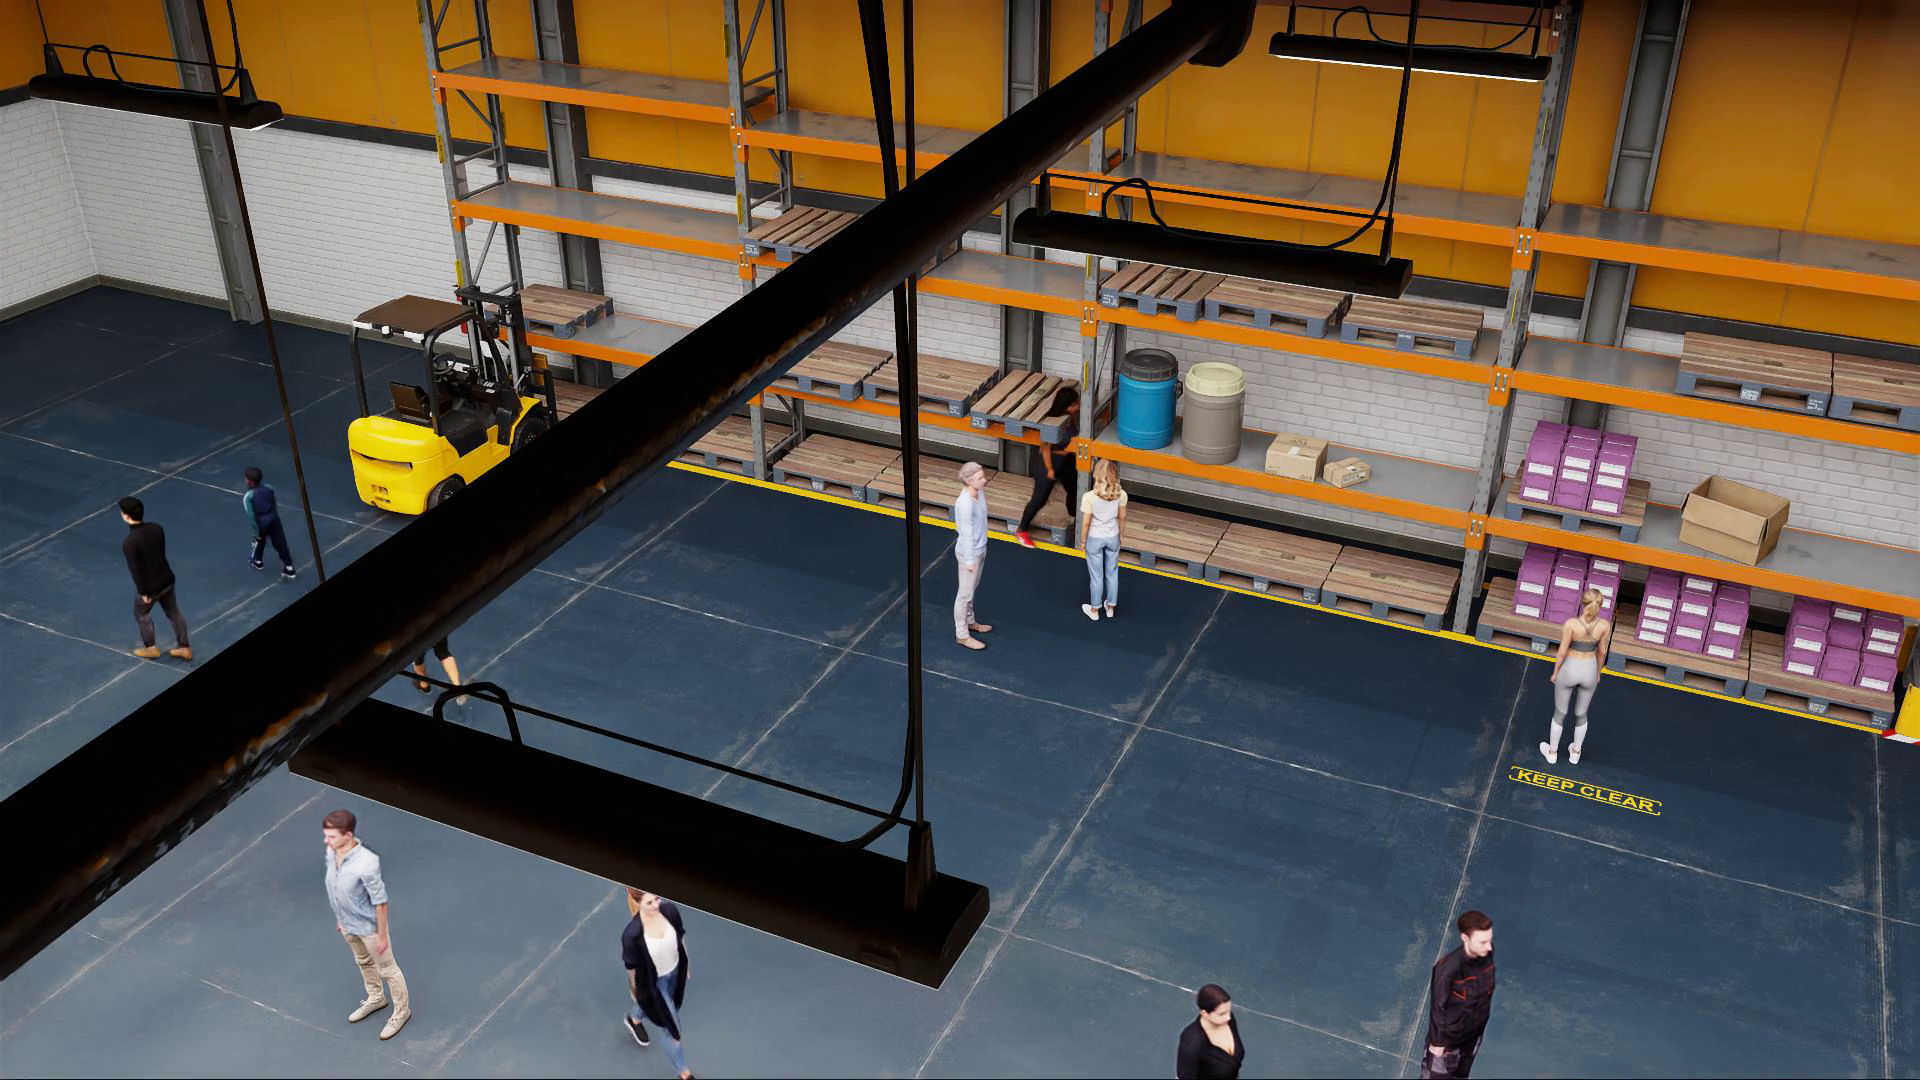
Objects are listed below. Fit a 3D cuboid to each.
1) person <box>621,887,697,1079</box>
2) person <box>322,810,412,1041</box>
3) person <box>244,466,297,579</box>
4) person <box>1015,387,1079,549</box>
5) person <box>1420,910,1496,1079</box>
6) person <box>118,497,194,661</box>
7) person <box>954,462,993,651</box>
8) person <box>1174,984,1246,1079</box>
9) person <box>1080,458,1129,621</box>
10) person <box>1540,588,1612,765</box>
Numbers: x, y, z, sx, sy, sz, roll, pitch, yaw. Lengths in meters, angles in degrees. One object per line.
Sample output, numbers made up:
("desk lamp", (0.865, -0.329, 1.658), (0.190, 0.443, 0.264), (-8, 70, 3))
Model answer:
("person", (-2.056, 2.878, 11.058), (1.173, 1.649, 0.839), (23, 36, 36))
("person", (-4.075, 2.597, 11.366), (0.511, 1.846, 0.737), (17, 33, 28))
("person", (-7.087, -0.156, 17.065), (0.933, 1.224, 0.631), (20, 34, 31))
("person", (1.058, -0.805, 17.674), (0.948, 1.779, 1.049), (24, 37, 36))
("person", (3.104, 3.081, 10.408), (0.775, 1.915, 0.757), (-21, 35, -34))
("person", (-7.487, 0.391, 15.557), (0.795, 1.706, 0.651), (12, 31, 21))
("person", (0.103, 0.162, 15.894), (0.575, 1.786, 0.688), (7, 29, 13))
("person", (1.460, 3.357, 10.065), (0.696, 1.758, 0.729), (21, 35, 33))
("person", (1.401, -0.004, 16.263), (0.698, 1.723, 0.767), (-8, 30, -15))
("person", (5.258, 1.155, 14.159), (0.584, 1.703, 0.691), (2, 29, 4))
